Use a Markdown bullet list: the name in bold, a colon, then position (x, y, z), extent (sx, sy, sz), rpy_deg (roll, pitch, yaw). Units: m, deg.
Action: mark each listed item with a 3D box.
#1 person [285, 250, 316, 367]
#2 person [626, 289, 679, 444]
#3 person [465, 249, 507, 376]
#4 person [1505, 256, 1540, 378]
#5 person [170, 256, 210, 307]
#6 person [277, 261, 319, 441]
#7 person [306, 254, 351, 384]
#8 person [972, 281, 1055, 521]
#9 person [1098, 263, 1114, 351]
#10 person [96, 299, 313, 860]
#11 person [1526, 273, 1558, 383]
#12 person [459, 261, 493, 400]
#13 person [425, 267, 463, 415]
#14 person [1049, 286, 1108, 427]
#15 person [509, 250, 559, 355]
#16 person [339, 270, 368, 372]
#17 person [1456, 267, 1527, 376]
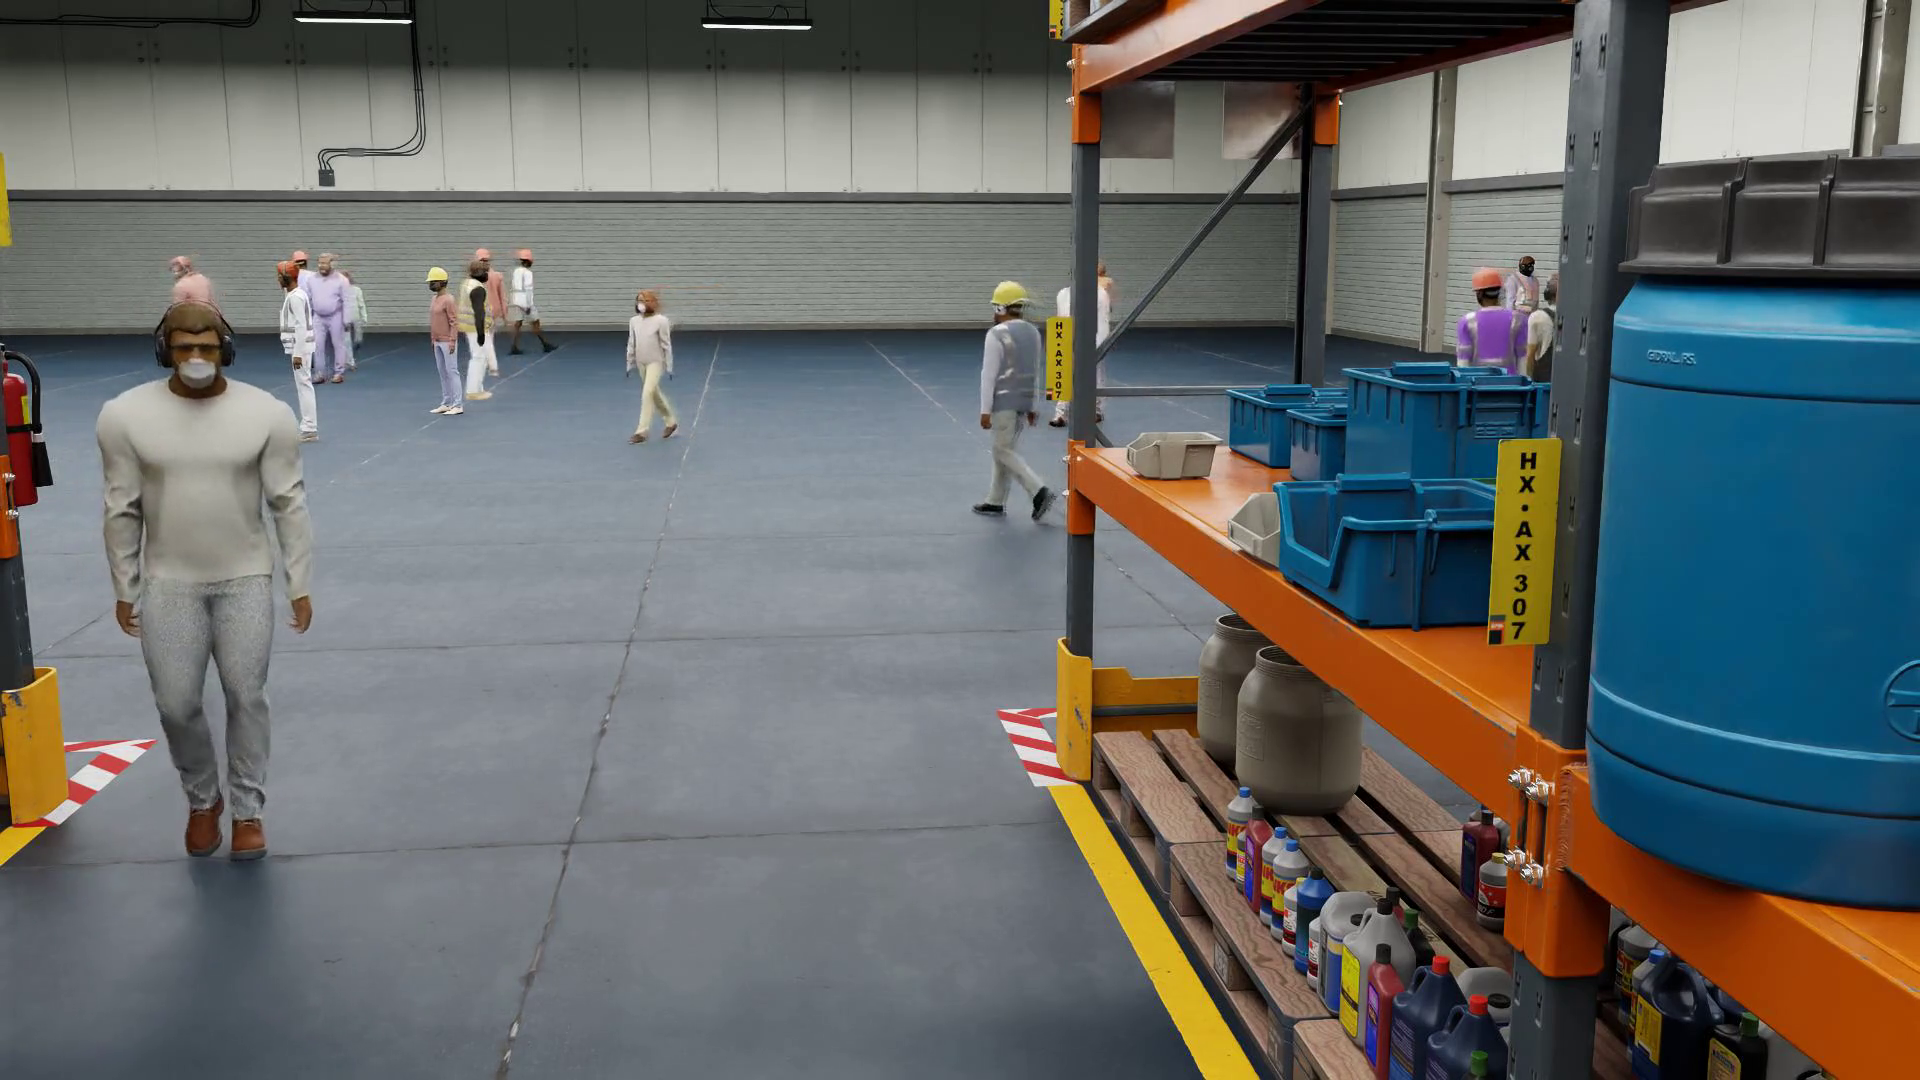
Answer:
- **person**: position (-10.648, -3.733, 26.987), extent (0.568, 1.910, 0.545), rpy_deg (0, 10, 1)
- **person**: position (-3.219, -1.826, 17.394), extent (0.517, 1.597, 0.844), rpy_deg (6, 12, 31)
- **person**: position (-7.375, -3.521, 25.754), extent (0.641, 1.939, 1.017), rpy_deg (-8, 13, -38)
- **person**: position (8.538, -3.370, 25.192), extent (0.622, 1.845, 0.429), rpy_deg (-6, 12, -30)
- **person**: position (-10.276, -2.843, 22.243), extent (0.402, 1.874, 0.726), rpy_deg (2, 10, 9)
- **person**: position (-6.939, -1.974, 17.424), extent (0.360, 1.884, 0.574), rpy_deg (-4, 11, -21)
- **person**: position (-9.175, -3.185, 24.059), extent (0.680, 1.877, 0.811), rpy_deg (0, 10, 0)
- **person**: position (0.407, -1.039, 12.513), extent (0.772, 1.806, 0.600), rpy_deg (8, 13, 37)
- **person**: position (2.610, -4.333, 31.026), extent (0.525, 1.639, 0.307), rpy_deg (-1, 10, -8)
- **person**: position (-2.521, 0.157, 5.618), extent (0.647, 1.923, 0.445), rpy_deg (-4, 11, -22)
- **person**: position (5.058, -1.352, 14.179), extent (0.504, 1.832, 0.423), rpy_deg (0, 10, 1)
- **person**: position (-6.380, -2.750, 21.888), extent (0.488, 1.809, 0.671), rpy_deg (-5, 12, -27)
- **person**: position (-6.217, -2.380, 19.974), extent (0.325, 1.767, 0.533), rpy_deg (-10, 14, -42)
- **person**: position (1.357, -2.212, 18.806), extent (0.666, 1.853, 0.991), rpy_deg (6, 12, 30)
- **person**: position (-7.825, -4.315, 30.247), extent (0.549, 1.888, 0.975), rpy_deg (9, 14, 41)
- **person**: position (-9.747, -3.500, 26.533), extent (0.523, 1.613, 0.633), rpy_deg (-8, 13, -37)
- **person**: position (4.200, -1.202, 13.152), extent (0.563, 1.902, 0.910), rpy_deg (2, 10, 10)
